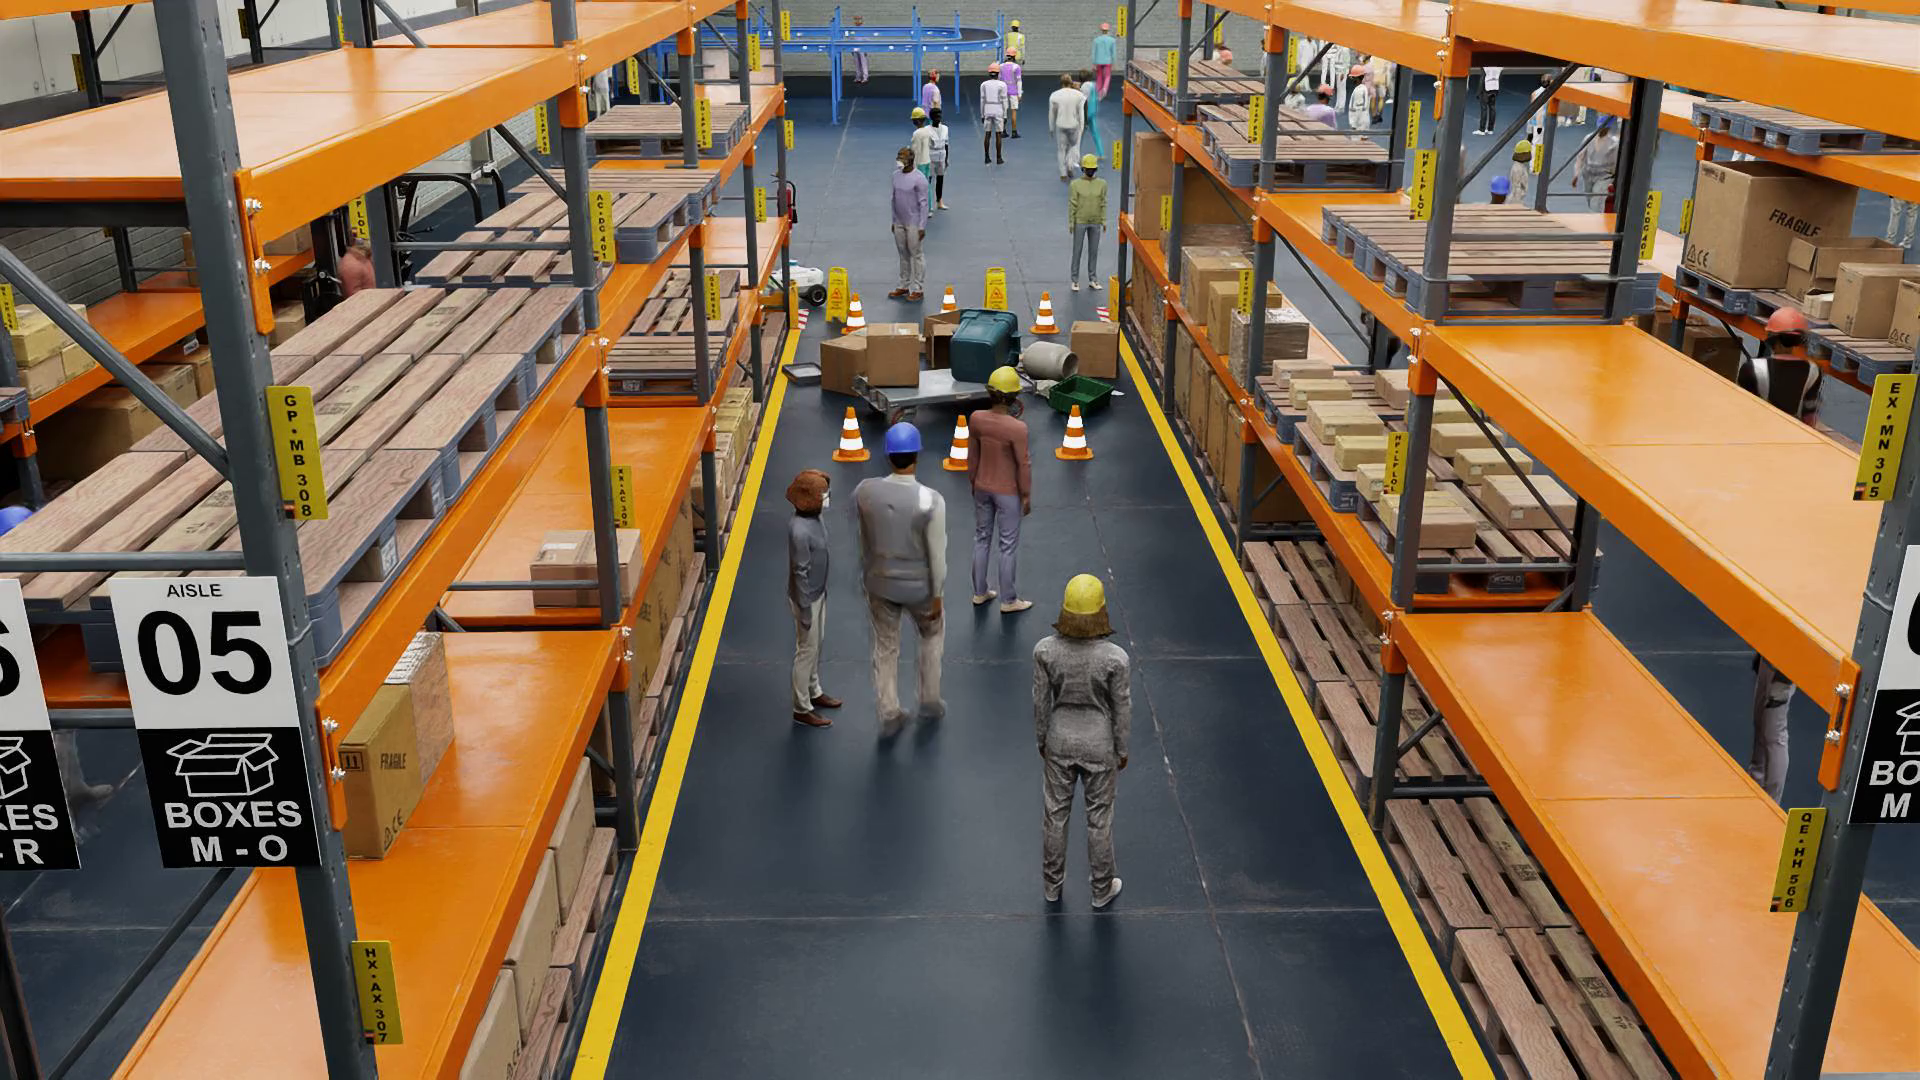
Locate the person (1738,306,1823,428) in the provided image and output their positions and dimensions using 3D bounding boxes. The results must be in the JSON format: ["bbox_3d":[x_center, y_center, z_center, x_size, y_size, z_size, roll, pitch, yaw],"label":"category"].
[{"bbox_3d":[5.935,-0.702,12.229,0.633,2.023,0.502,-1,21,-2],"label":"person"}]

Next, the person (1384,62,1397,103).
[{"bbox_3d":[11.141,-12.266,43.009,0.445,1.875,0.758,4,21,9],"label":"person"}]

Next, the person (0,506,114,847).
[{"bbox_3d":[-4.810,0.667,8.801,0.422,1.904,0.718,0,21,-1],"label":"person"}]

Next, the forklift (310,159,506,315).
[{"bbox_3d":[-5.622,-2.910,17.832,2.313,2.155,1.214,-1,21,-1],"label":"forklift"}]

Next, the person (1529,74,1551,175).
[{"bbox_3d":[10.972,-7.823,31.309,0.429,1.842,0.634,10,23,25],"label":"person"}]

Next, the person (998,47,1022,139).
[{"bbox_3d":[1.104,-9.755,36.282,0.552,1.935,0.365,11,23,26],"label":"person"}]

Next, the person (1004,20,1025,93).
[{"bbox_3d":[1.491,-13.154,45.282,0.594,1.924,0.382,7,22,18],"label":"person"}]

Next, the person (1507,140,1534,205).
[{"bbox_3d":[7.732,-4.656,23.071,0.284,1.746,0.492,7,22,18],"label":"person"}]

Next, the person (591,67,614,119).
[{"bbox_3d":[-7.906,-9.885,36.729,0.497,1.864,0.322,-2,21,-5],"label":"person"}]

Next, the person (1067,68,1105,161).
[{"bbox_3d":[2.501,-8.444,33.025,0.958,1.798,0.517,16,26,36],"label":"person"}]

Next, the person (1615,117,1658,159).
[{"bbox_3d":[11.186,-6.521,27.591,0.701,2.000,0.622,-9,22,-22],"label":"person"}]

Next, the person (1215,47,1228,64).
[{"bbox_3d":[5.711,-9.923,36.776,0.407,1.907,0.597,-5,21,-12],"label":"person"}]

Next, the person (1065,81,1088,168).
[{"bbox_3d":[2.199,-8.041,32.184,0.534,1.622,0.455,-3,21,-8],"label":"person"}]

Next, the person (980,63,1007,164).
[{"bbox_3d":[0.668,-8.351,32.588,0.543,1.929,0.386,7,22,18],"label":"person"}]

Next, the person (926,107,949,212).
[{"bbox_3d":[-0.417,-6.278,27.439,0.531,1.689,0.322,-15,25,-34],"label":"person"}]

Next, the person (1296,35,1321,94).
[{"bbox_3d":[9.472,-12.965,45.088,0.565,1.699,0.888,-13,24,-31],"label":"person"}]

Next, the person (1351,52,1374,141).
[{"bbox_3d":[8.672,-9.535,35.700,0.370,1.940,0.630,2,21,5],"label":"person"}]

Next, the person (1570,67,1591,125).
[{"bbox_3d":[14.474,-10.493,38.670,0.293,1.623,0.507,15,25,34],"label":"person"}]

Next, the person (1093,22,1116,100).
[{"bbox_3d":[3.764,-12.518,43.543,0.622,1.978,0.639,4,21,12],"label":"person"}]

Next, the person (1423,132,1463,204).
[{"bbox_3d":[6.642,-4.804,23.221,0.662,1.918,0.524,1,21,4],"label":"person"}]

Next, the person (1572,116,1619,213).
[{"bbox_3d":[9.577,-5.457,25.006,0.592,1.890,1.036,18,27,39],"label":"person"}]

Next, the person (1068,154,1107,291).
[{"bbox_3d":[1.665,-4.132,21.660,0.532,1.768,0.311,-6,22,-16],"label":"person"}]

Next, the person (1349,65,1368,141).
[{"bbox_3d":[7.329,-7.744,30.825,0.394,2.040,0.609,6,22,17],"label":"person"}]

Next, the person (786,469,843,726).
[{"bbox_3d":[-0.891,0.343,10.031,0.293,1.623,0.507,2,21,5],"label":"person"}]

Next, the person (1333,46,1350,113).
[{"bbox_3d":[9.371,-11.508,40.899,0.391,1.949,0.602,0,21,1],"label":"person"}]

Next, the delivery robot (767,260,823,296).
[{"bbox_3d":[-2.099,-3.275,20.948,0.707,0.478,0.477,-9,23,-23],"label":"delivery robot"}]

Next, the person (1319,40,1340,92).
[{"bbox_3d":[10.109,-13.224,45.529,0.576,1.882,0.355,4,21,9],"label":"person"}]

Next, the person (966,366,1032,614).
[{"bbox_3d":[0.290,-0.355,11.674,0.533,1.767,0.326,16,26,37],"label":"person"}]

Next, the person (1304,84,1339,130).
[{"bbox_3d":[6.077,-6.658,28.038,1.100,1.968,0.615,-12,24,-29],"label":"person"}]

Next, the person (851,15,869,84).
[{"bbox_3d":[-2.892,-14.084,47.769,0.403,1.906,0.652,-19,28,-41],"label":"person"}]

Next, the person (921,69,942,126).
[{"bbox_3d":[-0.545,-8.180,32.246,0.385,1.845,0.569,-11,23,-27],"label":"person"}]

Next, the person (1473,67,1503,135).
[{"bbox_3d":[11.729,-9.970,36.874,0.593,1.922,0.392,-9,23,-23],"label":"person"}]

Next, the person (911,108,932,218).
[{"bbox_3d":[-0.644,-6.026,26.665,0.318,1.766,0.533,8,22,20],"label":"person"}]

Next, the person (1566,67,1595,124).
[{"bbox_3d":[14.459,-10.668,38.730,0.587,1.913,0.391,2,21,5],"label":"person"}]

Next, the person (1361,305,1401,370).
[{"bbox_3d":[4.319,-2.401,16.879,0.545,1.922,0.528,1,21,2],"label":"person"}]

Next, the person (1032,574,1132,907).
[{"bbox_3d":[0.597,0.986,8.159,0.487,1.746,0.289,6,22,15],"label":"person"}]

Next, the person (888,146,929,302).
[{"bbox_3d":[-0.648,-4.004,21.079,0.379,1.940,0.629,-17,27,-38],"label":"person"}]

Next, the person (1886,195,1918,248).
[{"bbox_3d":[13.892,-5.164,24.434,0.486,1.738,0.320,0,21,0],"label":"person"}]

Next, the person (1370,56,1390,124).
[{"bbox_3d":[9.699,-10.670,38.741,0.565,1.905,0.510,5,21,13],"label":"person"}]

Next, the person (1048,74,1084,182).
[{"bbox_3d":[1.954,-7.591,30.590,0.660,1.912,0.696,2,21,5],"label":"person"}]

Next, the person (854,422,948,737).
[{"bbox_3d":[-0.314,0.223,9.946,0.600,1.912,0.642,7,22,19],"label":"person"}]

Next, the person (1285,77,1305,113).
[{"bbox_3d":[6.318,-7.923,31.711,0.308,1.741,0.494,-17,26,-37],"label":"person"}]
